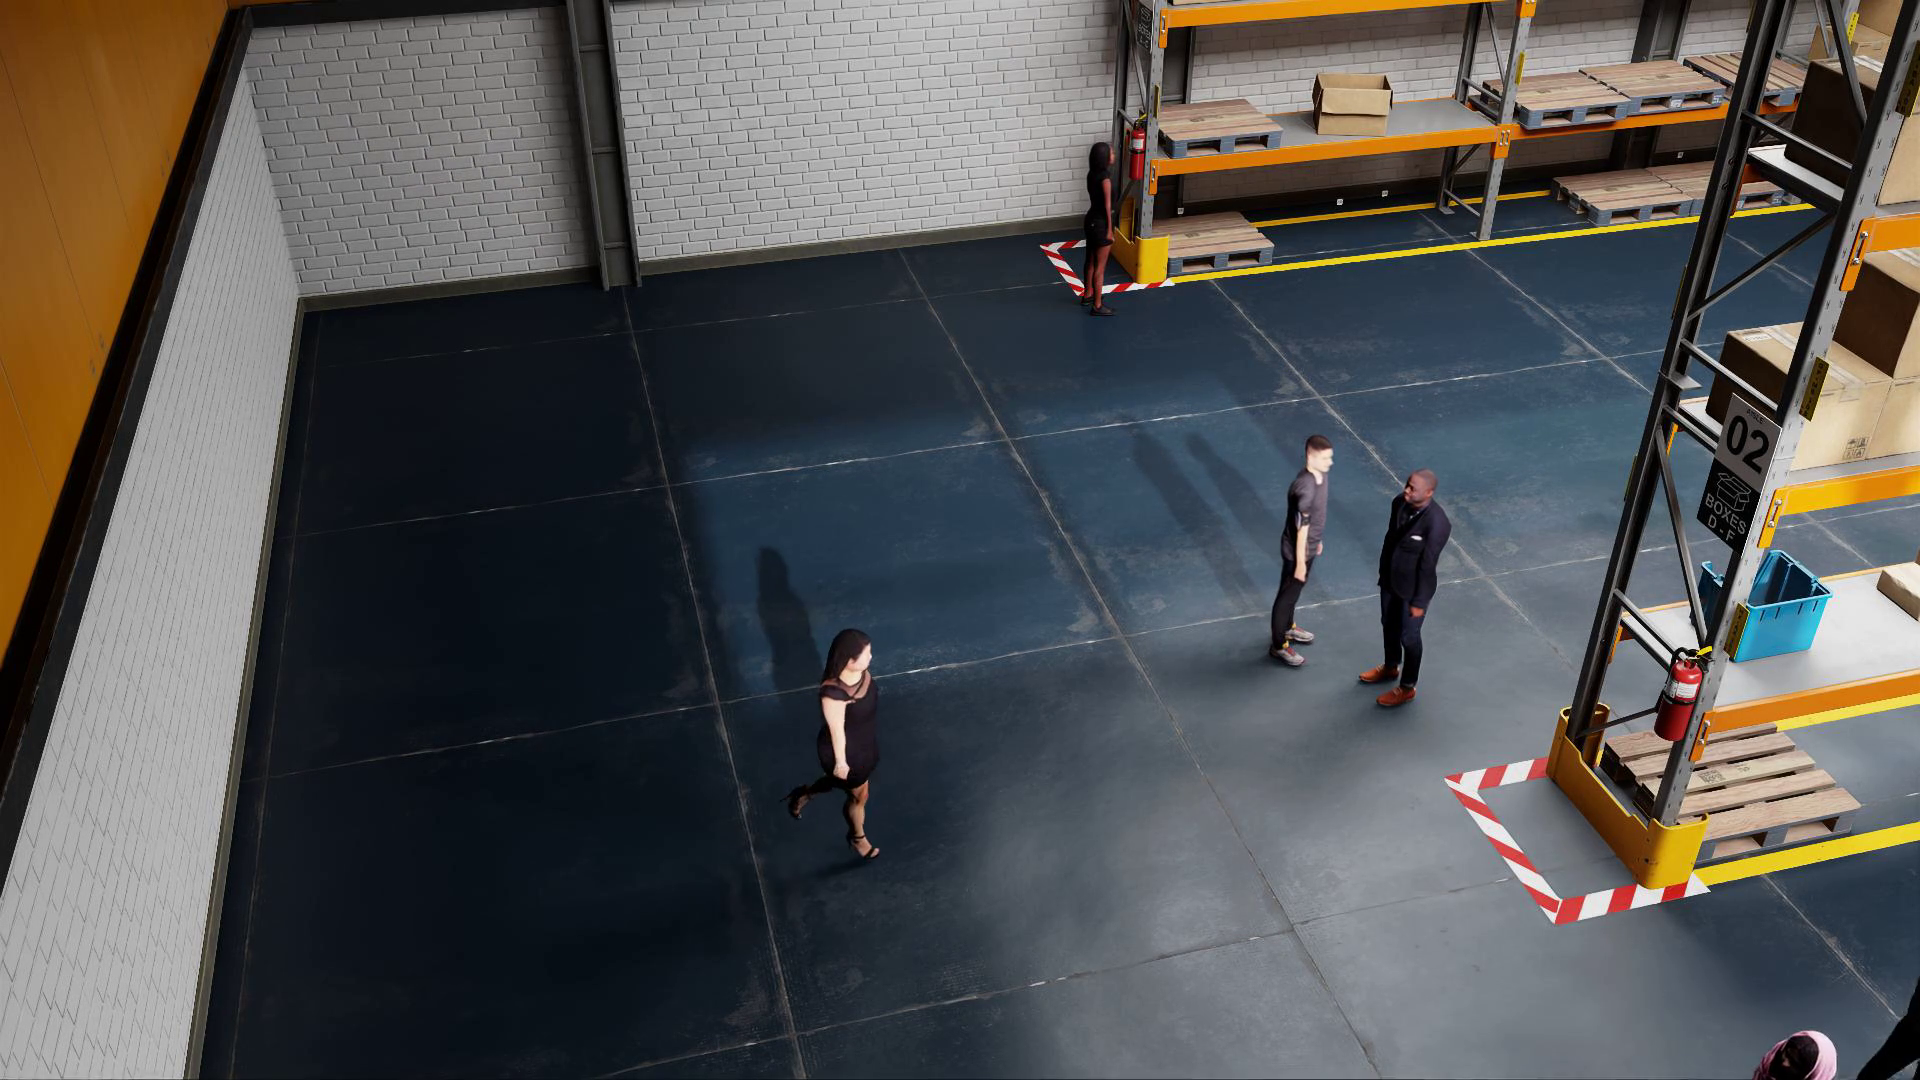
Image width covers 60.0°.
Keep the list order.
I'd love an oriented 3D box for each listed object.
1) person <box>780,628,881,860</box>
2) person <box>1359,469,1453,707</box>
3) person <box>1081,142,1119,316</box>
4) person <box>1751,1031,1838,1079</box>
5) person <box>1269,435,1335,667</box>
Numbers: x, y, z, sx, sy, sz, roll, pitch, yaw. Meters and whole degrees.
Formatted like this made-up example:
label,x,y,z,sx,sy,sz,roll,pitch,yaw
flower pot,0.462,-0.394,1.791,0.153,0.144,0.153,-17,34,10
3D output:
label,x,y,z,sx,sy,sz,roll,pitch,yaw
person,-0.763,1.230,9.981,0.990,1.696,0.861,6,34,8
person,3.046,0.303,11.266,0.634,1.818,0.700,-12,36,-18
person,1.376,-3.086,16.436,0.509,1.740,0.595,-9,35,-13
person,3.801,2.817,7.668,0.896,1.614,0.624,-8,34,-11
person,2.408,0.045,11.705,0.755,1.762,0.710,15,36,21
